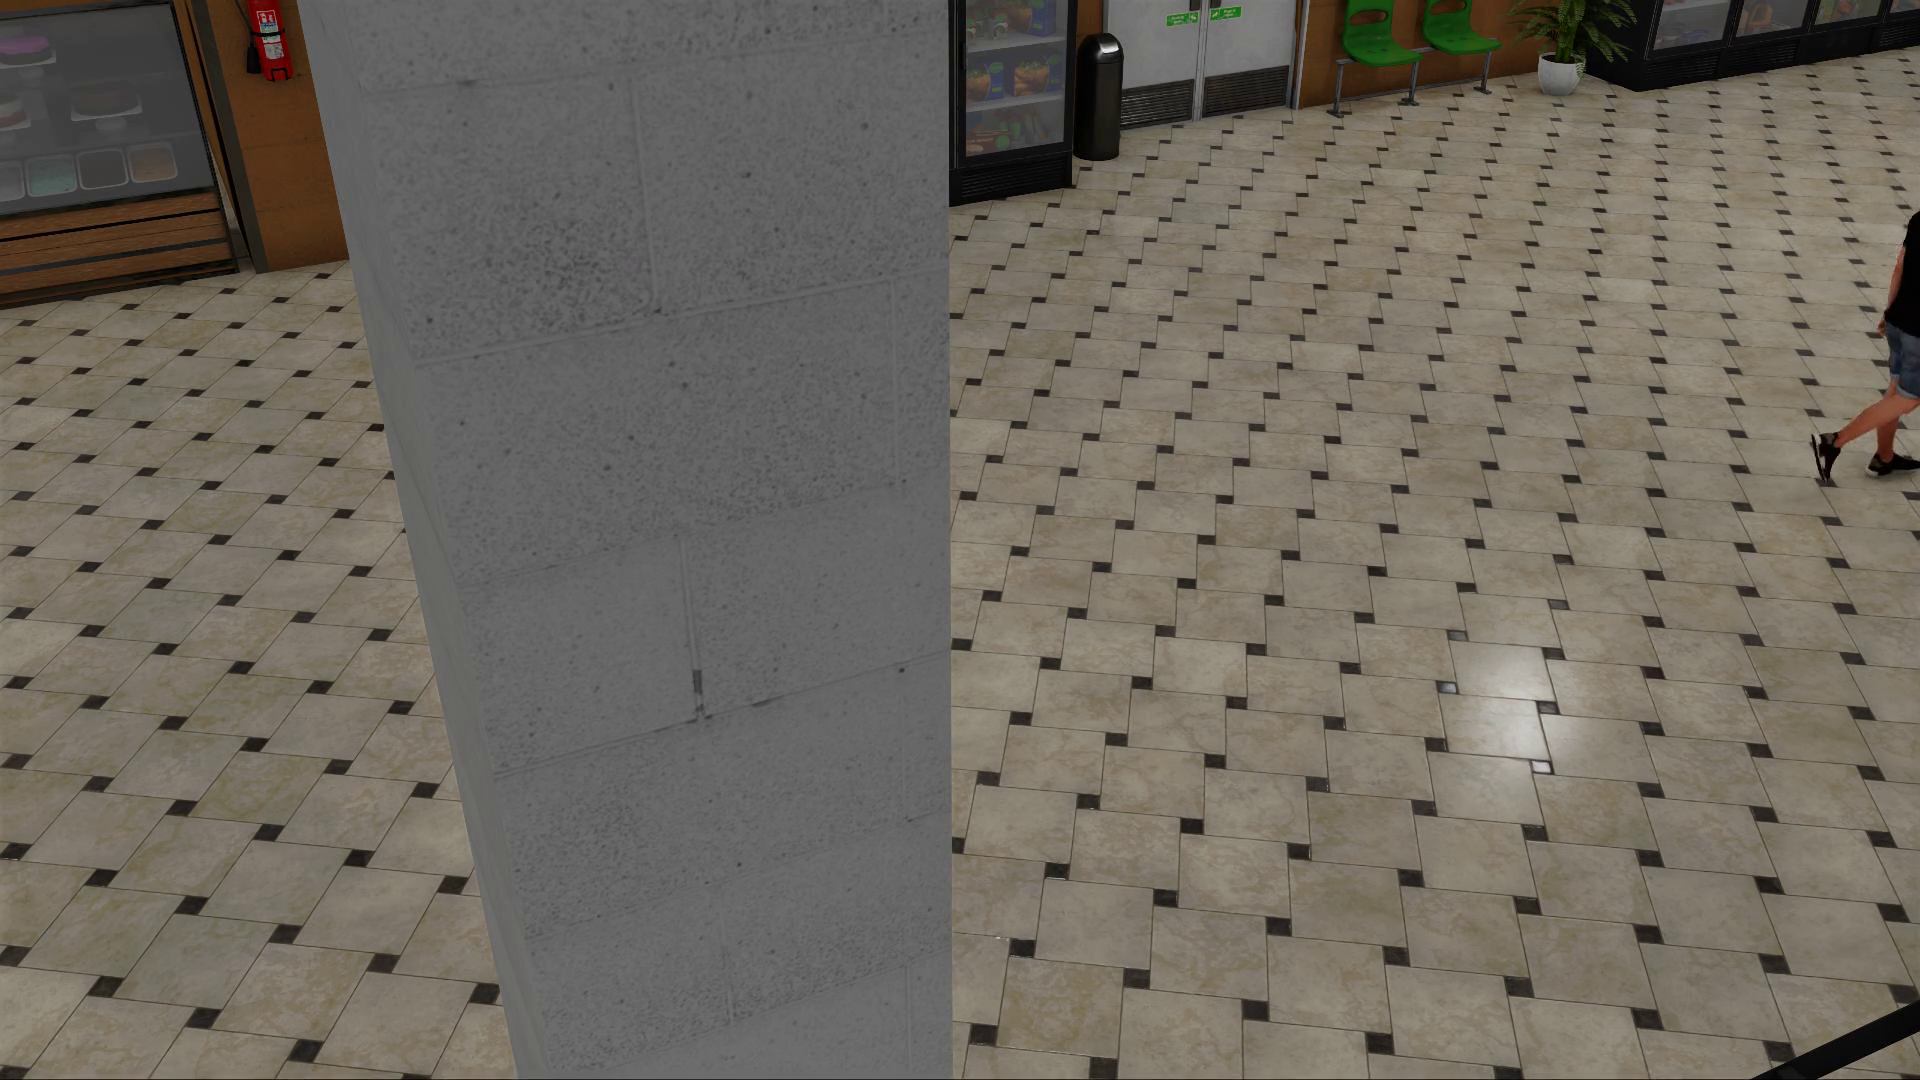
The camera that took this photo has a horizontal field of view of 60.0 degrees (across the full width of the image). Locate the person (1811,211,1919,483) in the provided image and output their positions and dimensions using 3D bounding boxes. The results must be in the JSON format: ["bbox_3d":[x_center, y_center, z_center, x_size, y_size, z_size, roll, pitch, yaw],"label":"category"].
[{"bbox_3d":[4.973,-1.108,8.761,0.886,1.832,1.042,-6,32,-10],"label":"person"}]
